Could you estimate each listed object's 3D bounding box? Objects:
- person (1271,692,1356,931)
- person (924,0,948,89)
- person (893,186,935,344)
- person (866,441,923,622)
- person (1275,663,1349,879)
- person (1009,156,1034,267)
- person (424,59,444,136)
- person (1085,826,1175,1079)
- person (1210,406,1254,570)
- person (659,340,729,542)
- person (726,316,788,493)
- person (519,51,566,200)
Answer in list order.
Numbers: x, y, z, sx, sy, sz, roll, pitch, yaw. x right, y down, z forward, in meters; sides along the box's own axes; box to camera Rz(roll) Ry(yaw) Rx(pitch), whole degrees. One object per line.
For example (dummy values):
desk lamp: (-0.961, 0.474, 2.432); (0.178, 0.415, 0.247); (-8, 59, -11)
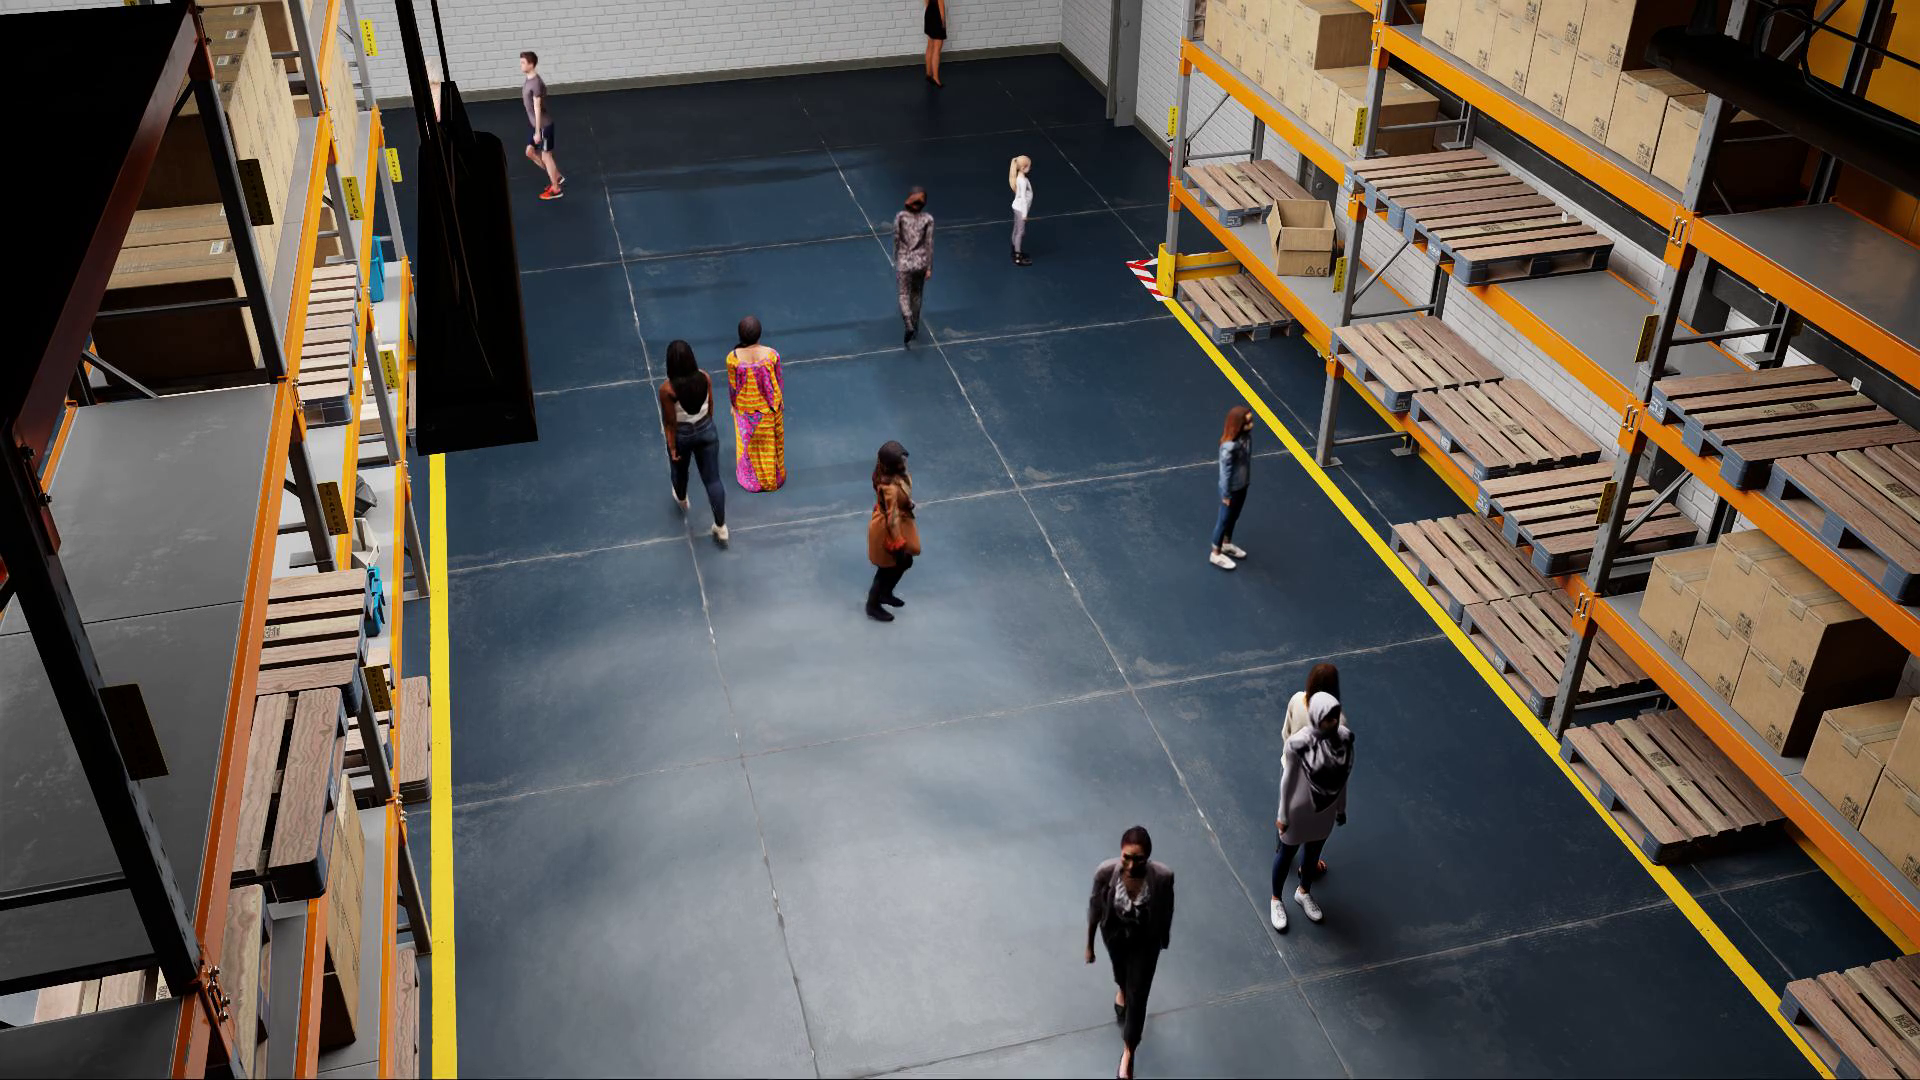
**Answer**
person: (2.171, 1.664, 10.338); (0.602, 1.775, 0.511); (-8, 34, -12)
person: (-0.361, -7.477, 24.037); (0.693, 1.834, 0.548); (-18, 38, -25)
person: (-0.482, -2.785, 17.103); (0.694, 1.696, 0.942); (-2, 34, -3)
person: (-0.591, -0.056, 13.002); (0.905, 1.691, 0.800); (-1, 34, -2)
person: (2.250, 1.479, 10.701); (0.761, 1.681, 0.640); (-28, 43, -35)
person: (0.687, -3.771, 18.967); (0.564, 1.274, 0.443); (-5, 34, -8)
person: (-6.389, -5.014, 20.441); (0.708, 1.712, 0.729); (2, 34, 3)
person: (0.992, 2.236, 9.609); (0.955, 1.630, 1.168); (7, 34, 10)
person: (2.261, -0.458, 13.802); (0.676, 1.475, 0.629); (20, 39, 28)
person: (-2.218, -0.807, 14.068); (0.798, 1.762, 1.247); (-15, 36, -21)
person: (-1.820, -1.241, 14.793); (0.656, 1.682, 0.658); (-6, 34, -9)
person: (-5.072, -5.101, 20.455); (0.774, 1.841, 0.670); (-16, 37, -22)
